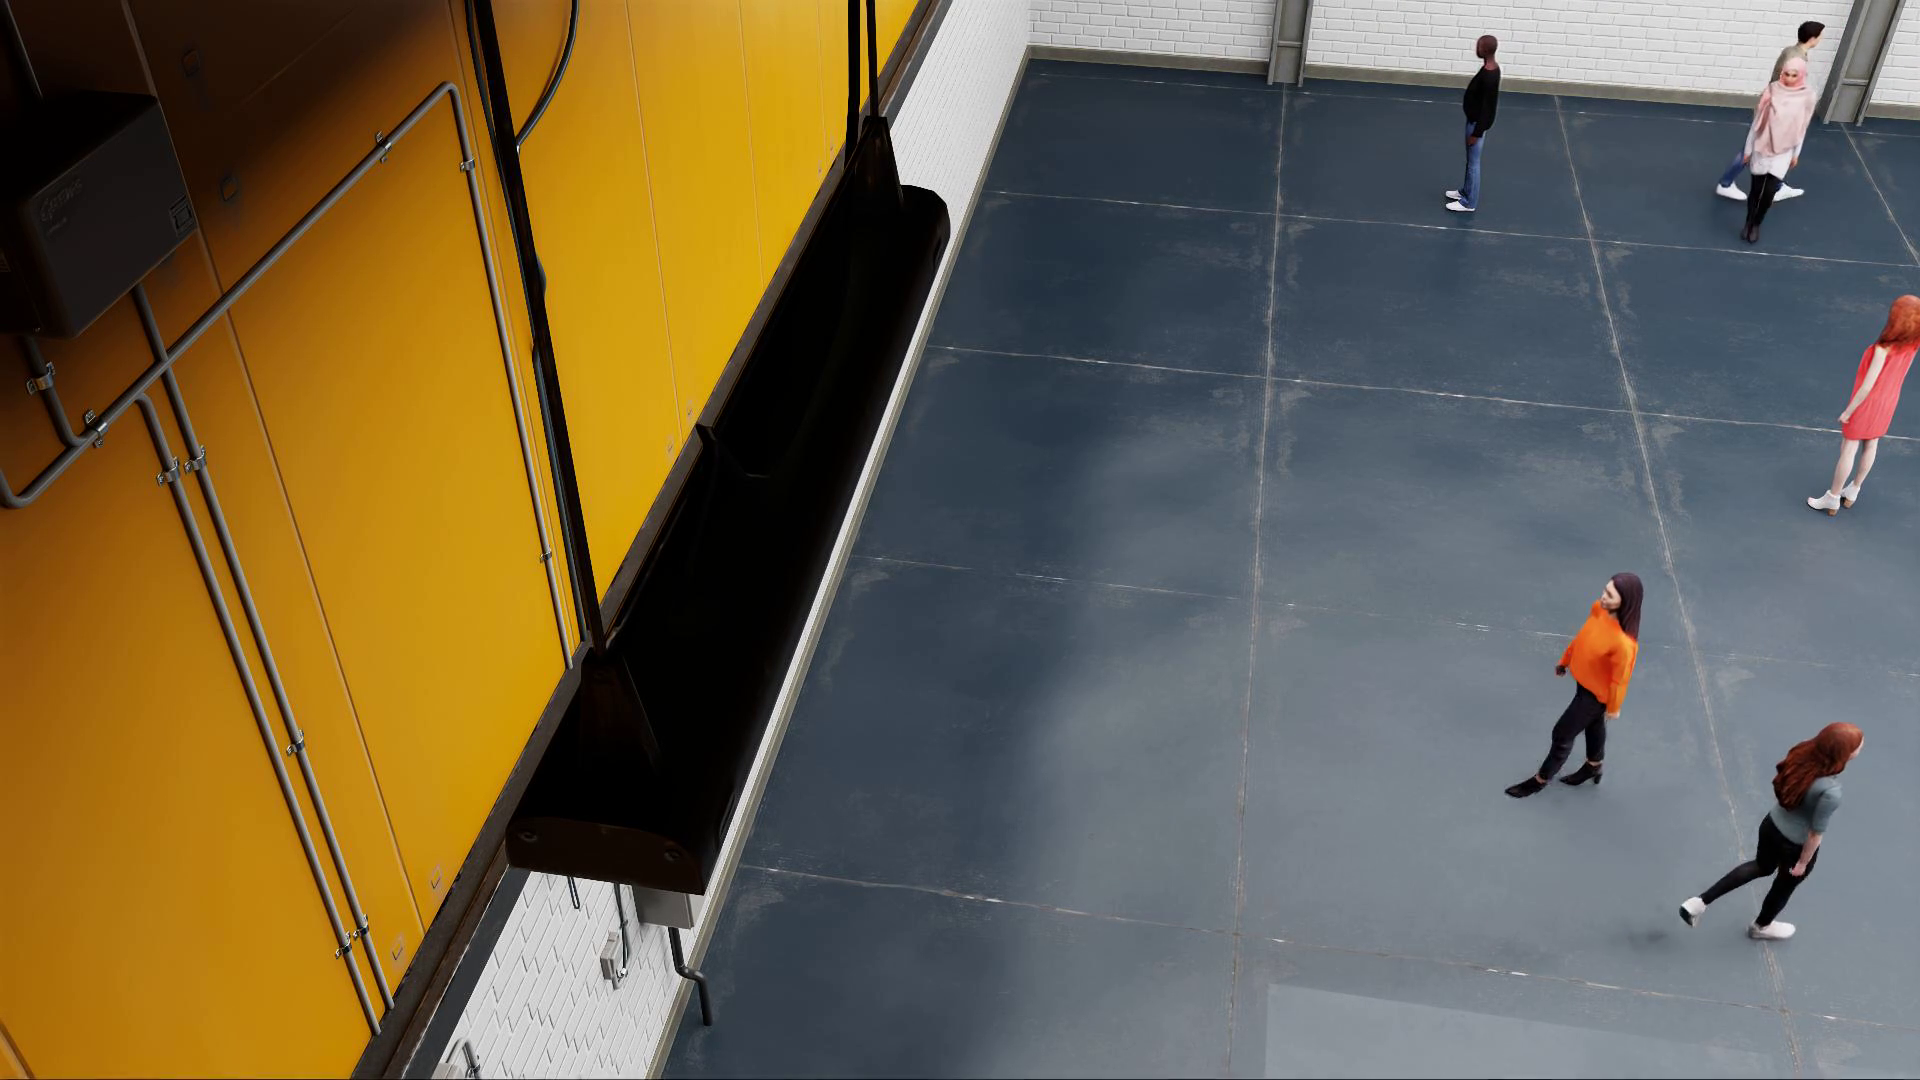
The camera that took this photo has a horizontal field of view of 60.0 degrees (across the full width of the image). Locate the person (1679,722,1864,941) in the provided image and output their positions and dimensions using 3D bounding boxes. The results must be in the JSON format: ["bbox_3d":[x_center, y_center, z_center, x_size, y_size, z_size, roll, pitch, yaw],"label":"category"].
[{"bbox_3d":[4.420,1.617,9.026,1.024,1.730,0.743,-2,39,-3],"label":"person"}]

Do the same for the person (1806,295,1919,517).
[{"bbox_3d":[6.693,-0.978,12.197,0.629,1.827,0.728,-16,41,-19],"label":"person"}]

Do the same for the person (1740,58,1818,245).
[{"bbox_3d":[7.631,-3.682,15.614,0.690,1.789,0.792,18,42,22],"label":"person"}]

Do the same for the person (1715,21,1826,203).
[{"bbox_3d":[7.791,-4.133,16.149,1.066,1.826,0.810,11,40,13],"label":"person"}]

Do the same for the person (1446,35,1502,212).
[{"bbox_3d":[5.014,-4.029,16.084,0.549,1.744,0.602,9,39,11],"label":"person"}]

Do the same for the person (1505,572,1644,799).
[{"bbox_3d":[3.893,0.875,9.956,0.901,1.728,0.693,2,39,2],"label":"person"}]
